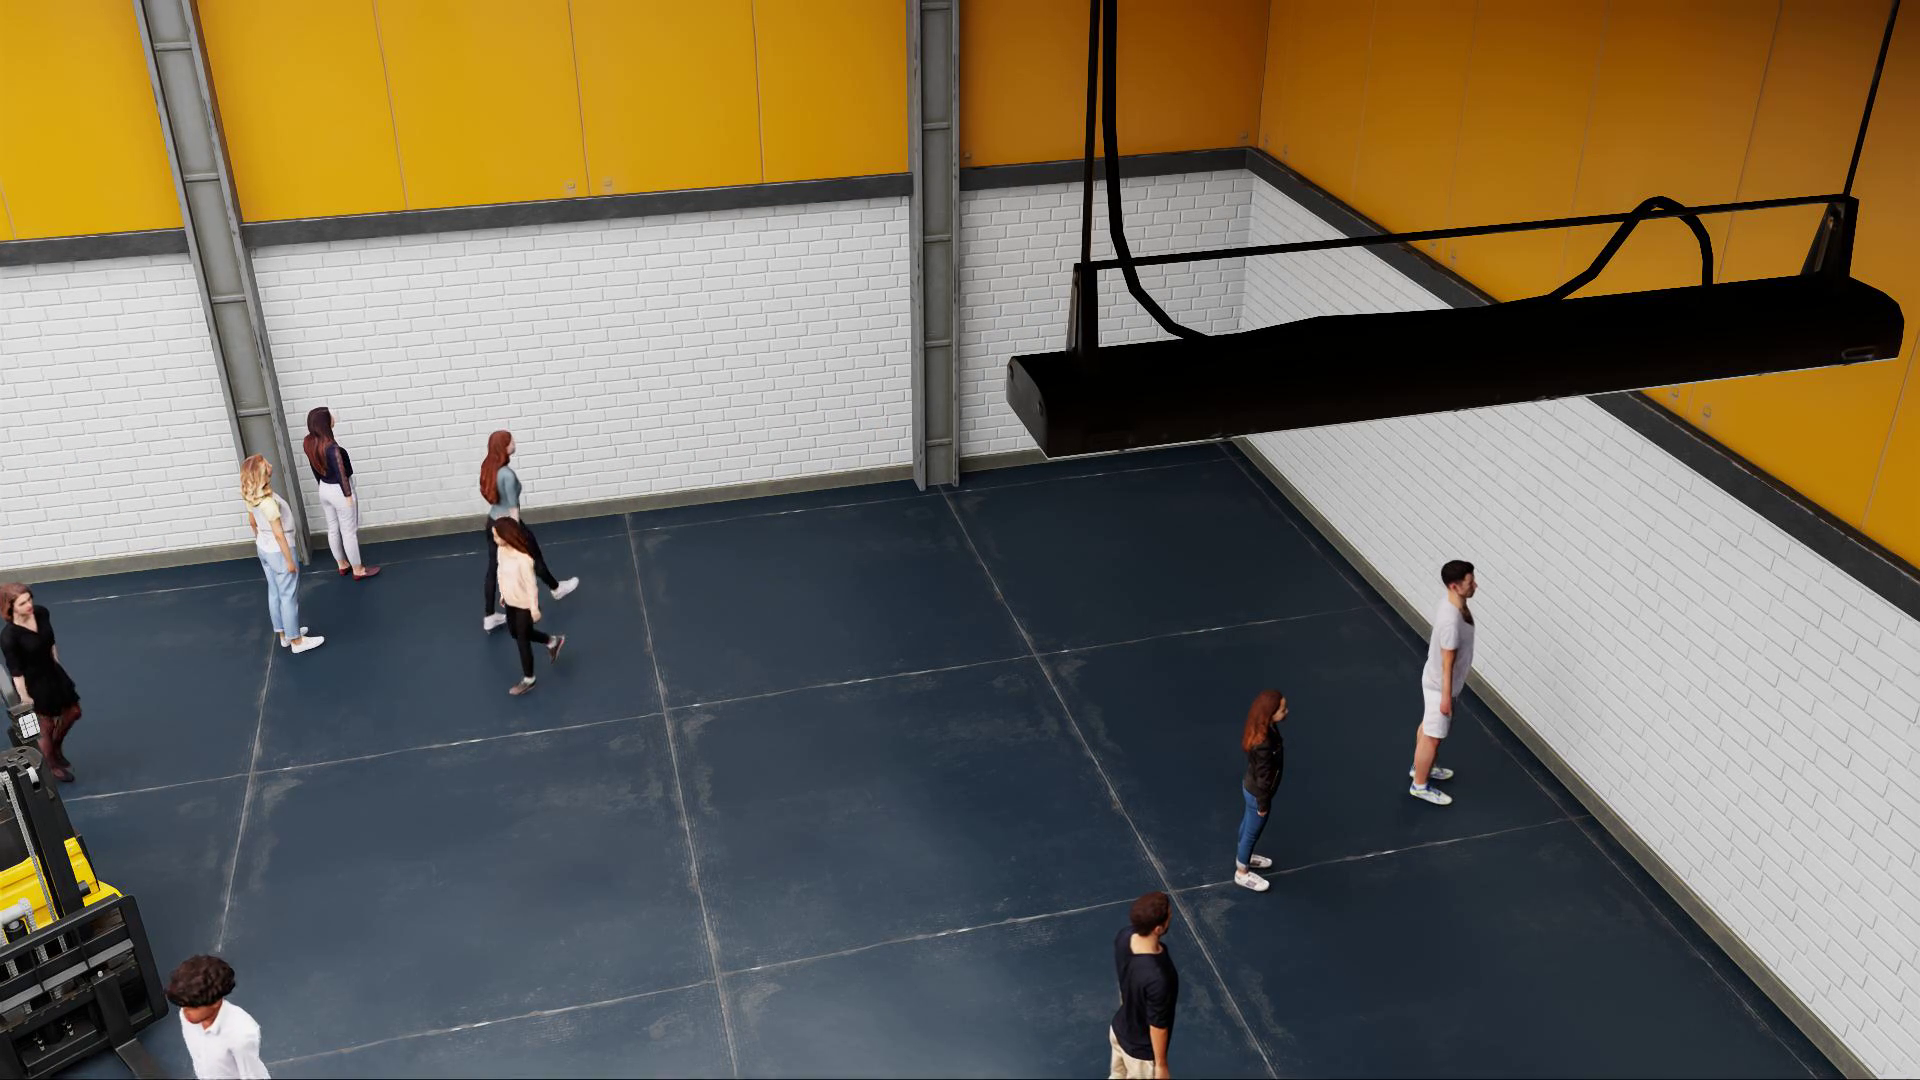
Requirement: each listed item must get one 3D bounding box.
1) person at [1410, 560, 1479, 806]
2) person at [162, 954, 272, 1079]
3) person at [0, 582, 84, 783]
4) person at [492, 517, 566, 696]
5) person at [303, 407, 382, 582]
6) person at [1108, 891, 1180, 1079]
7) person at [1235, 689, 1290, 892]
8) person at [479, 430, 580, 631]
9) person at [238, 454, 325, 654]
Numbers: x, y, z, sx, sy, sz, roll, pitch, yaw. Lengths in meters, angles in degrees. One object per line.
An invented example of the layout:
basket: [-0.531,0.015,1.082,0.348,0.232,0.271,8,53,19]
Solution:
person: [3.357,0.954,11.549,0.765,1.855,0.768,8,30,15]
person: [-3.569,2.735,8.346,0.788,1.794,0.853,14,31,23]
person: [-6.499,1.001,11.641,0.783,1.684,0.738,6,29,11]
person: [-3.351,0.460,12.863,0.814,1.465,0.931,23,36,36]
person: [-5.344,-0.406,14.300,0.684,1.608,0.728,19,34,30]
person: [0.919,2.572,8.587,0.568,1.850,0.651,-9,30,-17]
person: [1.934,1.586,10.779,0.618,1.481,0.616,3,29,6]
person: [-3.759,-0.051,13.562,0.986,1.691,1.211,25,37,38]
person: [-5.447,0.107,13.240,0.712,1.723,0.734,23,36,35]
